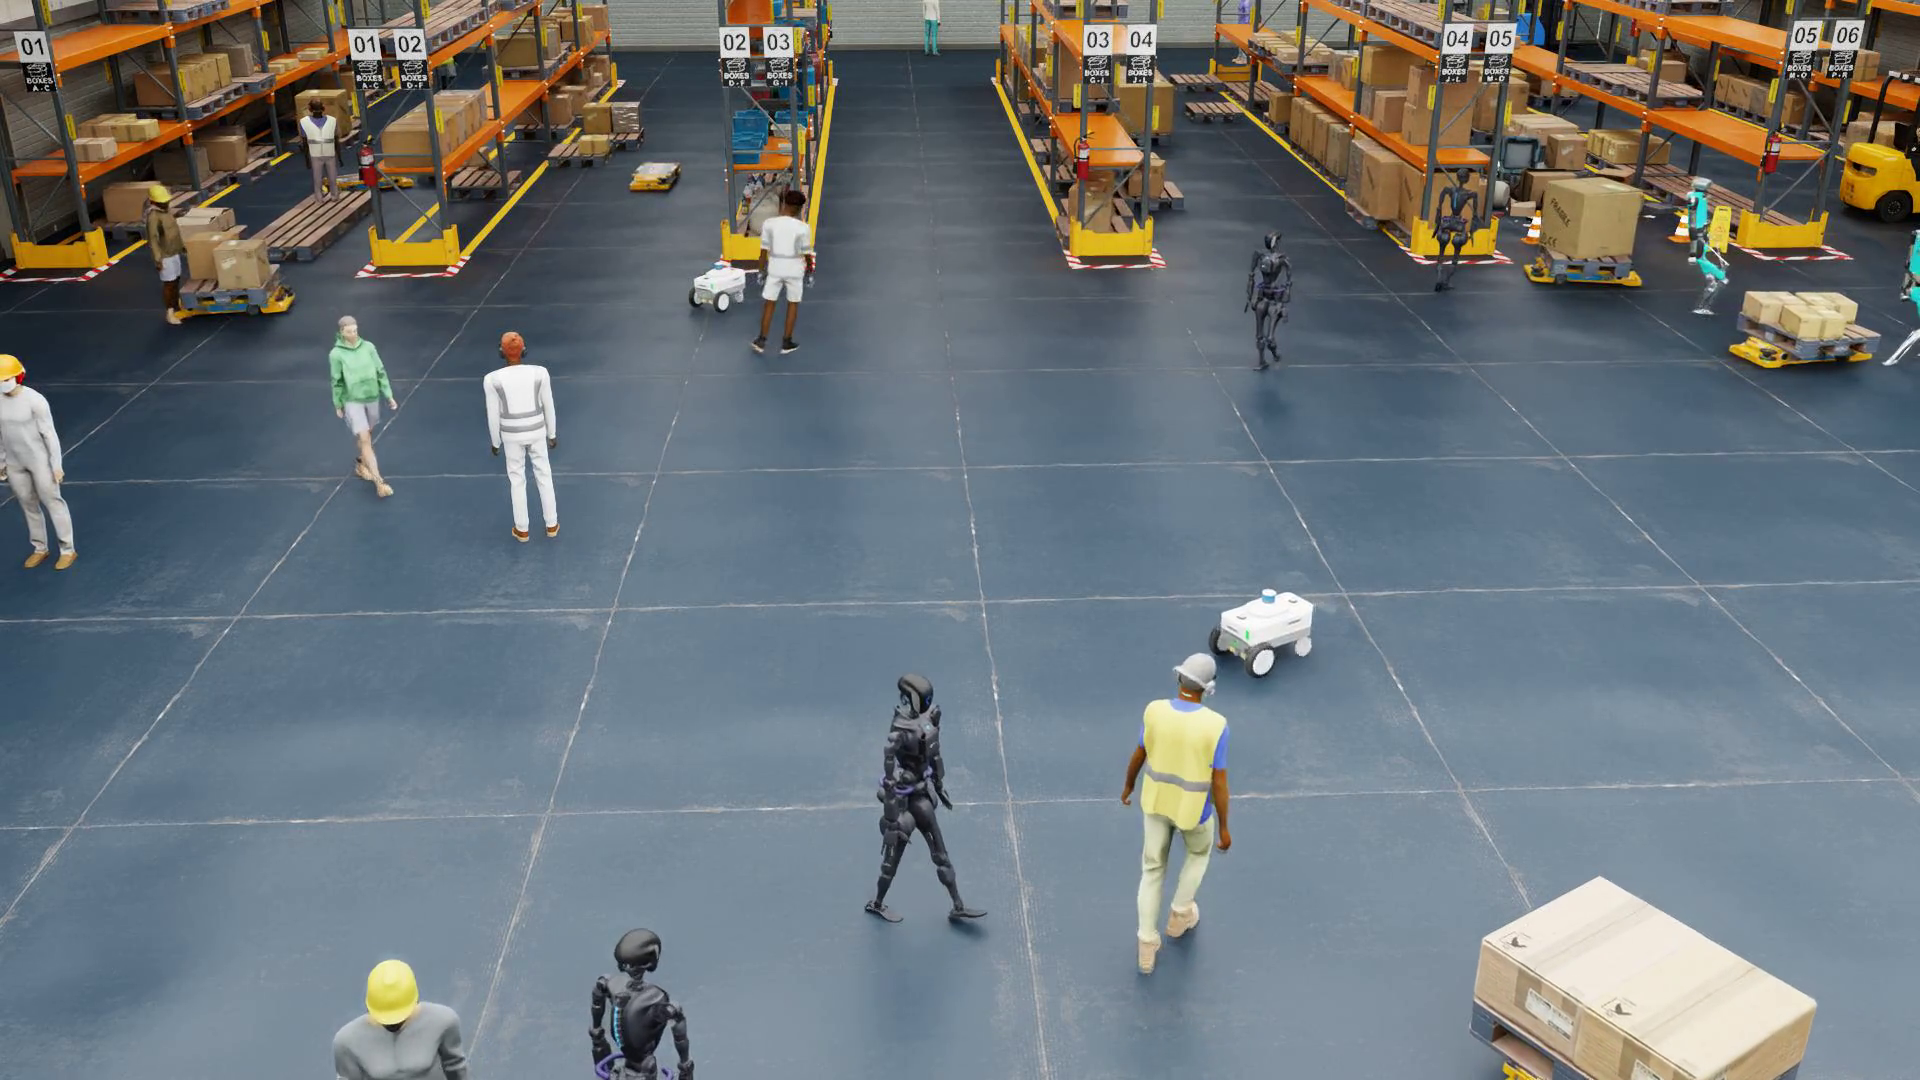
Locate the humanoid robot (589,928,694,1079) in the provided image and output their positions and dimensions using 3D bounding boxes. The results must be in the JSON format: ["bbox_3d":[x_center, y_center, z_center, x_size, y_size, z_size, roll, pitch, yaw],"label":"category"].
[{"bbox_3d":[-1.392,2.431,7.312,0.591,1.621,0.750,13,27,27],"label":"humanoid robot"}]

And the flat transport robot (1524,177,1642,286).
[{"bbox_3d":[8.494,-3.664,22.706,1.431,0.231,0.659,4,24,8],"label":"flat transport robot"}]

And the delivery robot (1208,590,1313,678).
[{"bbox_3d":[2.317,0.657,12.616,0.756,0.571,0.499,-15,28,-30],"label":"delivery robot"}]

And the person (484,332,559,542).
[{"bbox_3d":[-3.805,-0.898,14.506,0.572,1.883,0.354,-9,26,-20],"label":"person"}]

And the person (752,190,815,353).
[{"bbox_3d":[-2.076,-3.143,19.504,0.747,1.919,0.402,3,24,6],"label":"person"}]

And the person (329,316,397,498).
[{"bbox_3d":[-5.591,-1.283,15.592,0.487,1.691,0.912,-22,32,-40],"label":"person"}]

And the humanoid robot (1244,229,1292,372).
[{"bbox_3d":[3.492,-2.708,18.814,0.605,1.647,0.346,20,31,38],"label":"humanoid robot"}]

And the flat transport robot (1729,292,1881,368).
[{"bbox_3d":[9.873,-2.240,19.506,1.431,0.231,0.659,-5,25,-12],"label":"flat transport robot"}]

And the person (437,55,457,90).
[{"bbox_3d":[-11.130,-10.306,35.874,0.542,1.684,0.505,-1,24,-3],"label":"person"}]

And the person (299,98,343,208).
[{"bbox_3d":[-9.928,-5.956,25.924,0.562,1.838,0.389,-14,28,-29],"label":"person"}]

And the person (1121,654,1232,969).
[{"bbox_3d":[1.213,1.459,9.231,0.700,1.856,0.748,11,26,24],"label":"person"}]

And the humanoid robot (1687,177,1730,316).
[{"bbox_3d":[9.399,-3.579,20.822,0.794,1.857,0.554,15,28,30],"label":"humanoid robot"}]

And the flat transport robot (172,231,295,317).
[{"bbox_3d":[-9.353,-3.064,21.357,1.431,0.231,0.659,-4,24,-10],"label":"flat transport robot"}]

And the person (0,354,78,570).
[{"bbox_3d":[-7.818,-0.658,13.965,0.569,1.889,0.389,3,24,6],"label":"person"}]

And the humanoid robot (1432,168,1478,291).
[{"bbox_3d":[6.502,-4.088,21.963,0.596,1.644,0.501,16,28,32],"label":"humanoid robot"}]

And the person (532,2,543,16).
[{"bbox_3d":[-10.425,-12.664,40.968,0.386,1.863,0.516,-3,24,-6],"label":"person"}]

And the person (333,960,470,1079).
[{"bbox_3d":[-2.394,2.436,7.206,0.533,1.727,0.769,-8,25,-17],"label":"person"}]

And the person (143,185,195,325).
[{"bbox_3d":[-9.808,-3.557,20.658,0.410,1.745,0.671,1,24,2],"label":"person"}]

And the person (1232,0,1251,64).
[{"bbox_3d":[7.028,-12.734,41.205,0.389,1.798,0.592,-2,24,-4],"label":"person"}]

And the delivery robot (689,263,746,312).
[{"bbox_3d":[-3.114,-3.285,21.492,0.524,0.587,0.737,15,28,30],"label":"delivery robot"}]

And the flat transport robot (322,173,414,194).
[{"bbox_3d":[-10.000,-6.001,27.955,1.431,0.231,0.659,-18,29,-34],"label":"flat transport robot"}]

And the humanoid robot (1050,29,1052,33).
[{"bbox_3d":[2.413,-12.758,41.398,0.552,1.815,0.921,-16,28,-31],"label":"humanoid robot"}]

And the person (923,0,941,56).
[{"bbox_3d":[-0.715,-13.263,42.432,0.523,1.769,0.306,17,29,34],"label":"person"}]

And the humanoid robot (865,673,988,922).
[{"bbox_3d":[-0.223,1.494,9.414,0.719,1.629,0.608,13,27,28],"label":"humanoid robot"}]

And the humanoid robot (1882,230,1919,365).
[{"bbox_3d":[11.193,-2.816,19.024,0.948,1.759,0.601,-6,25,-14],"label":"humanoid robot"}]

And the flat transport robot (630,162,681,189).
[{"bbox_3d":[-5.210,-6.241,28.496,0.659,0.231,1.431,0,24,0],"label":"flat transport robot"}]

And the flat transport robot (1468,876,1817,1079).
[{"bbox_3d":[3.379,2.697,8.413,1.431,0.231,0.659,-15,28,-31],"label":"flat transport robot"}]

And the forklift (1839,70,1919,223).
[{"bbox_3d":[15.132,-6.143,25.915,2.313,2.155,1.214,-1,24,-2],"label":"forklift"}]

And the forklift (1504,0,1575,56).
[{"bbox_3d":[14.700,-13.805,42.301,1.873,2.768,1.129,-1,24,-2],"label":"forklift"}]
